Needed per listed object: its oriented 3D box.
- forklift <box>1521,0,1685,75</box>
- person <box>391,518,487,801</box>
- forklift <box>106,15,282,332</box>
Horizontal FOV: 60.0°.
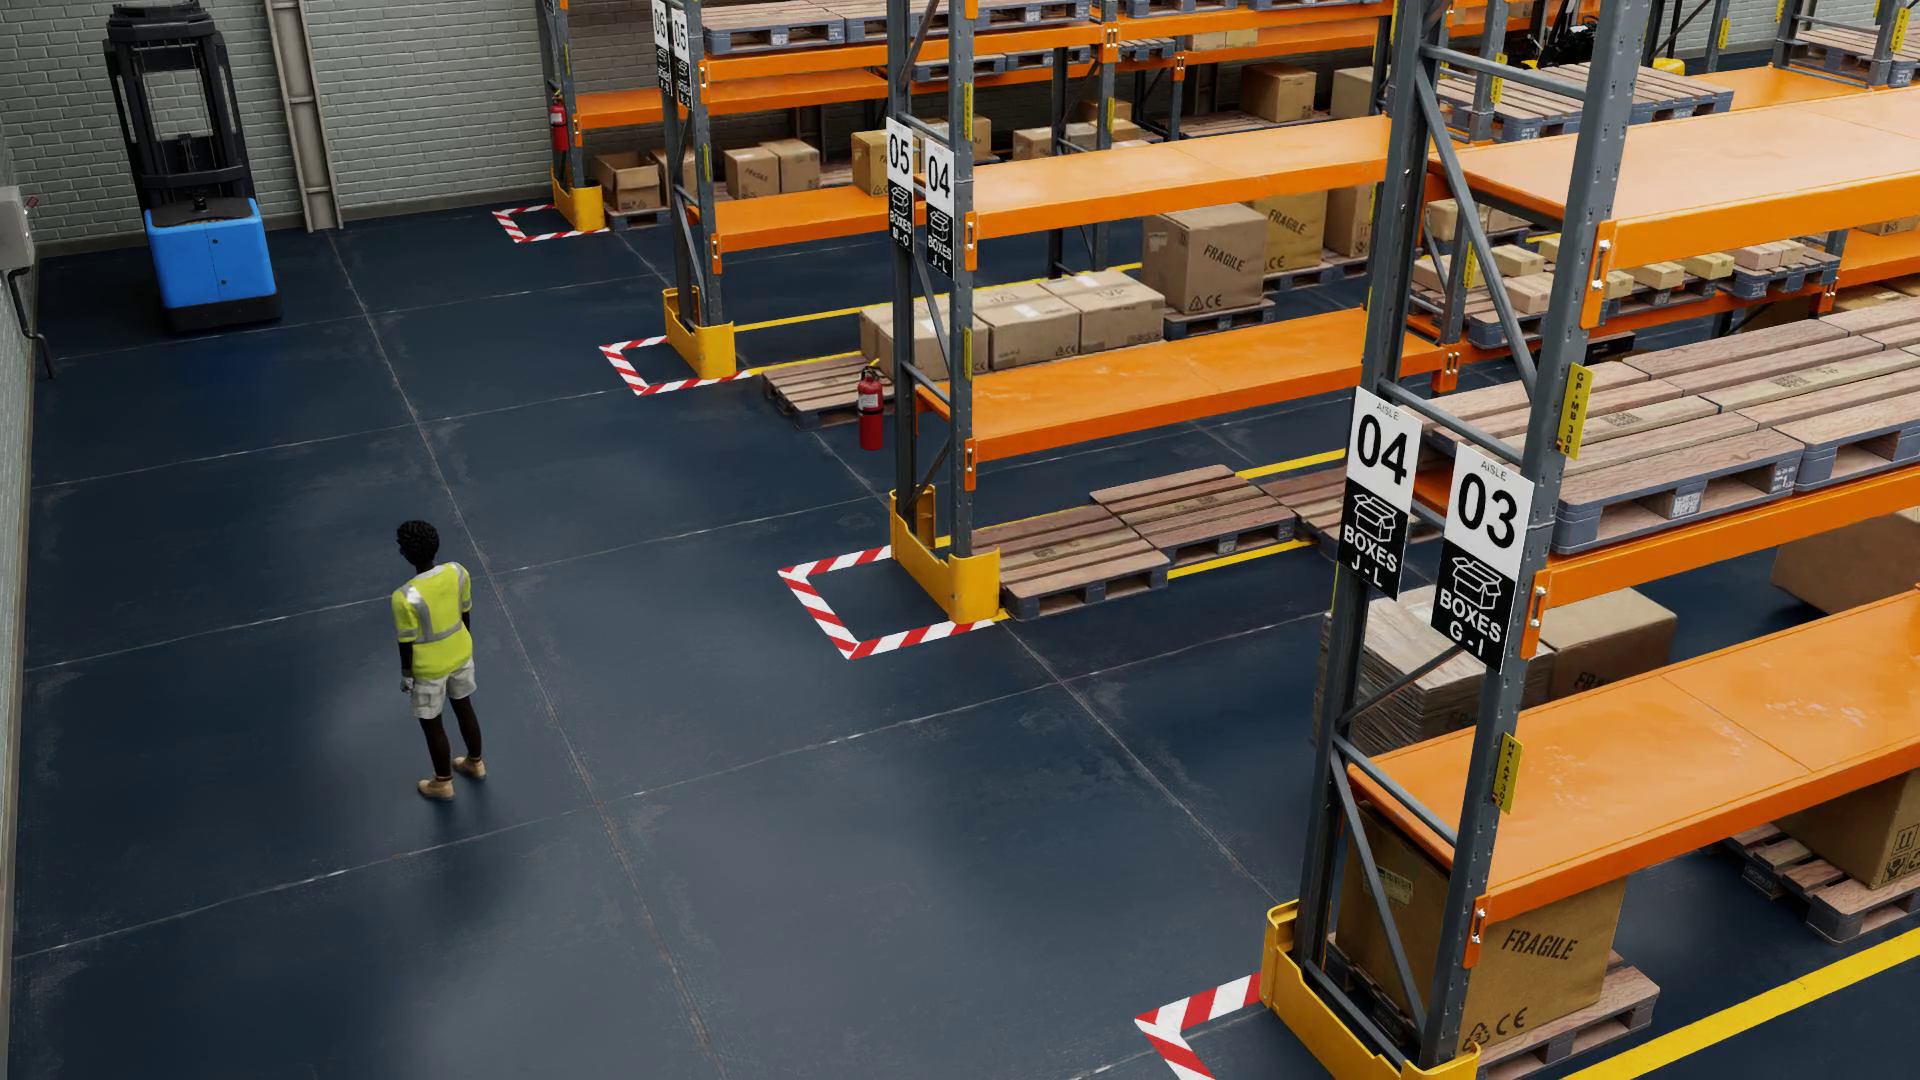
[{"bbox_3d":[8.950,-6.807,23.056,1.214,2.155,2.313,-12,30,-22],"label":"forklift"},{"bbox_3d":[-2.904,0.665,9.286,0.319,1.685,0.540,14,31,25],"label":"person"},{"bbox_3d":[-7.548,-3.672,16.323,1.129,2.768,1.873,-12,30,-22],"label":"forklift"}]
